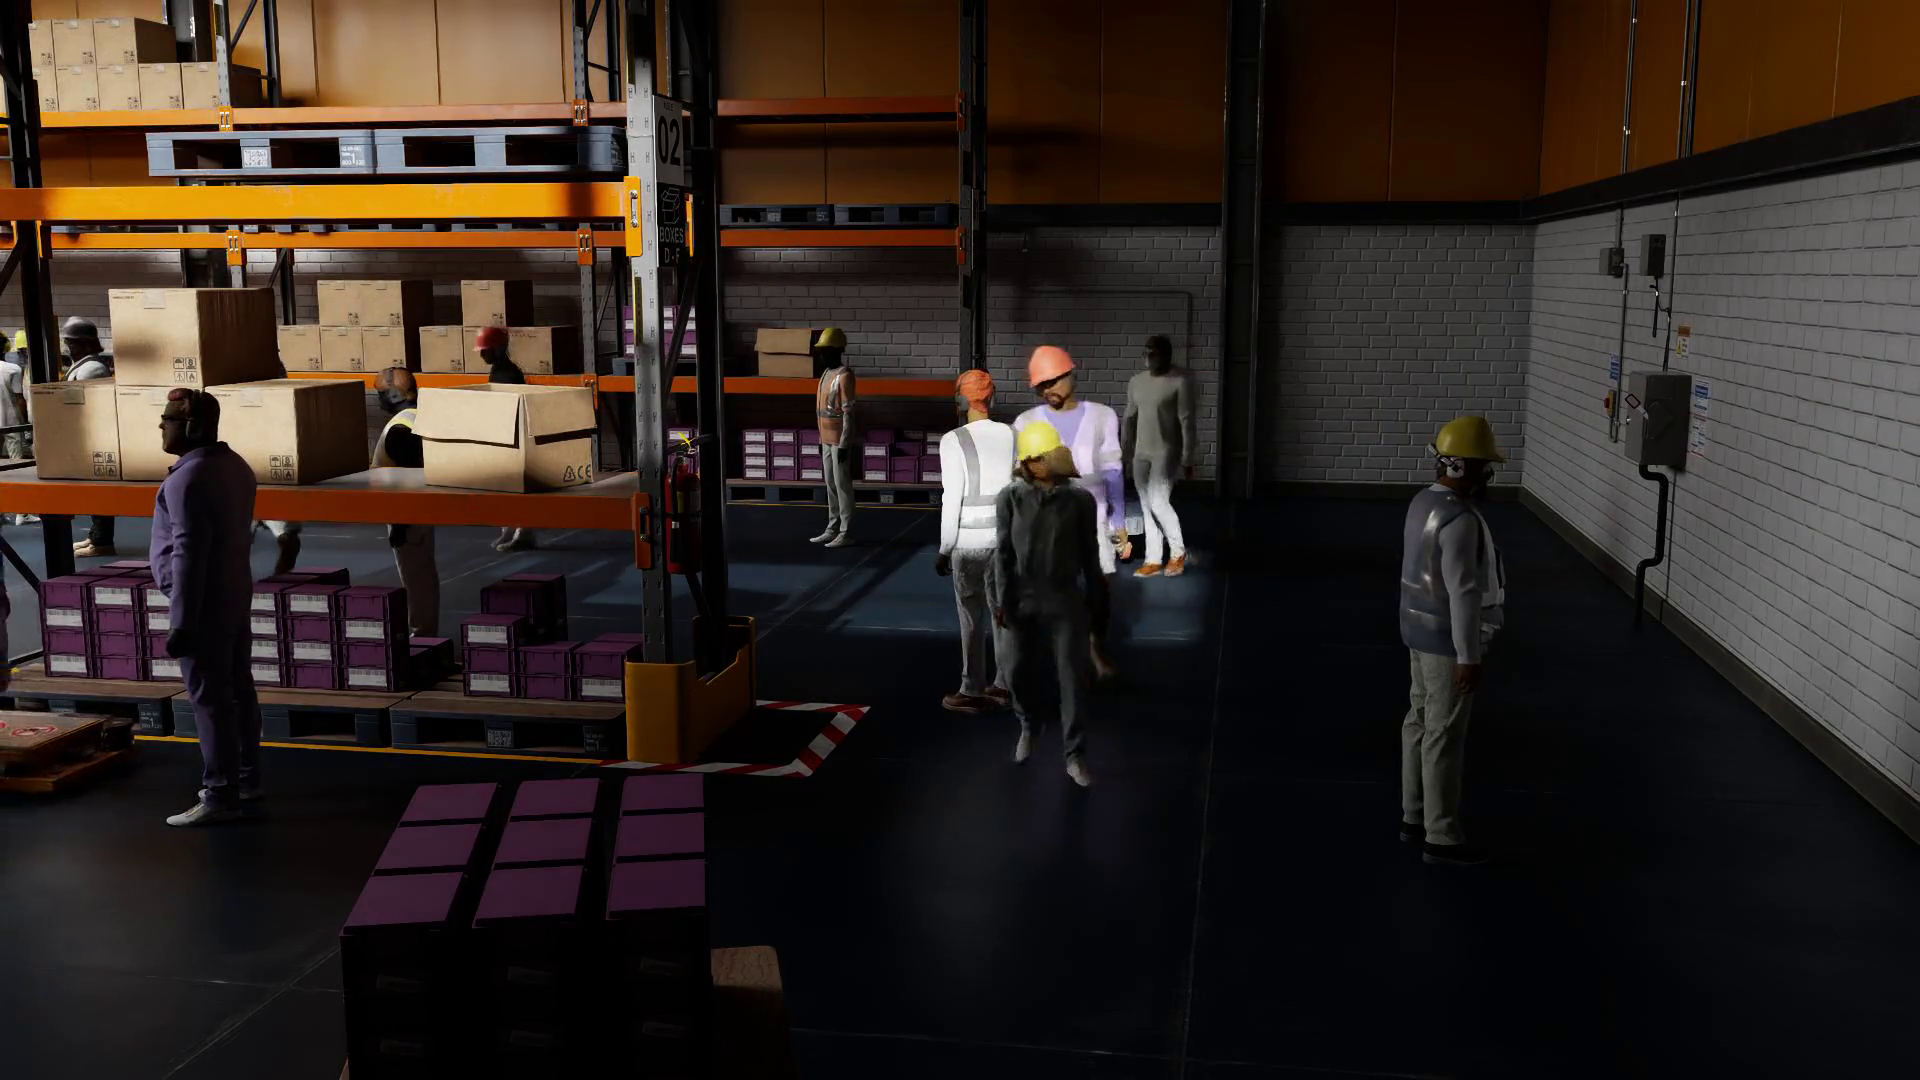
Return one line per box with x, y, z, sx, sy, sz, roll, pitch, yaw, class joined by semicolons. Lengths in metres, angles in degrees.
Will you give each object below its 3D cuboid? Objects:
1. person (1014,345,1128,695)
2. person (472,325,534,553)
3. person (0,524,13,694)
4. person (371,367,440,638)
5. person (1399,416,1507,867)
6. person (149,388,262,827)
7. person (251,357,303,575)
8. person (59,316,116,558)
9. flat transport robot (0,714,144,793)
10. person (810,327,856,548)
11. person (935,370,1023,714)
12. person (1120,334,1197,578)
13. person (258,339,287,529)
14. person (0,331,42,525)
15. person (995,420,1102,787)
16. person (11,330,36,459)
0.638;-0.107;9.492;0.665;2.003;0.417;0;9;0;person
-3.879;-0.852;14.199;0.492;1.962;0.651;-6;11;-32;person
-4.543;0.280;7.367;0.521;1.907;0.673;5;10;27;person
-3.398;-0.144;10.218;0.430;1.838;0.619;-1;9;-8;person
2.015;0.406;6.830;0.403;1.827;0.589;0;9;-1;person
-3.315;0.288;7.296;0.409;1.913;0.646;-1;9;-3;person
-4.656;-0.295;11.018;0.696;1.877;0.564;5;10;28;person
-7.450;-0.877;14.125;0.538;2.000;0.683;-5;10;-28;person
-4.780;0.994;7.989;1.431;0.197;0.652;1;9;9;flat transport robot
-1.099;-0.895;14.577;0.361;1.930;0.587;-5;10;-26;person
0.111;0.010;9.110;0.581;1.882;0.339;-8;12;-40;person
1.536;-0.650;13.077;0.428;1.924;0.641;-8;12;-40;person
-6.506;-1.072;15.644;0.352;1.941;0.543;-9;13;-43;person
-9.092;-1.068;15.824;0.526;1.876;0.324;0;9;-1;person
0.430;0.278;7.951;0.520;1.720;0.487;1;9;7;person
-9.749;-1.328;17.696;0.522;1.797;0.634;-3;10;-20;person
